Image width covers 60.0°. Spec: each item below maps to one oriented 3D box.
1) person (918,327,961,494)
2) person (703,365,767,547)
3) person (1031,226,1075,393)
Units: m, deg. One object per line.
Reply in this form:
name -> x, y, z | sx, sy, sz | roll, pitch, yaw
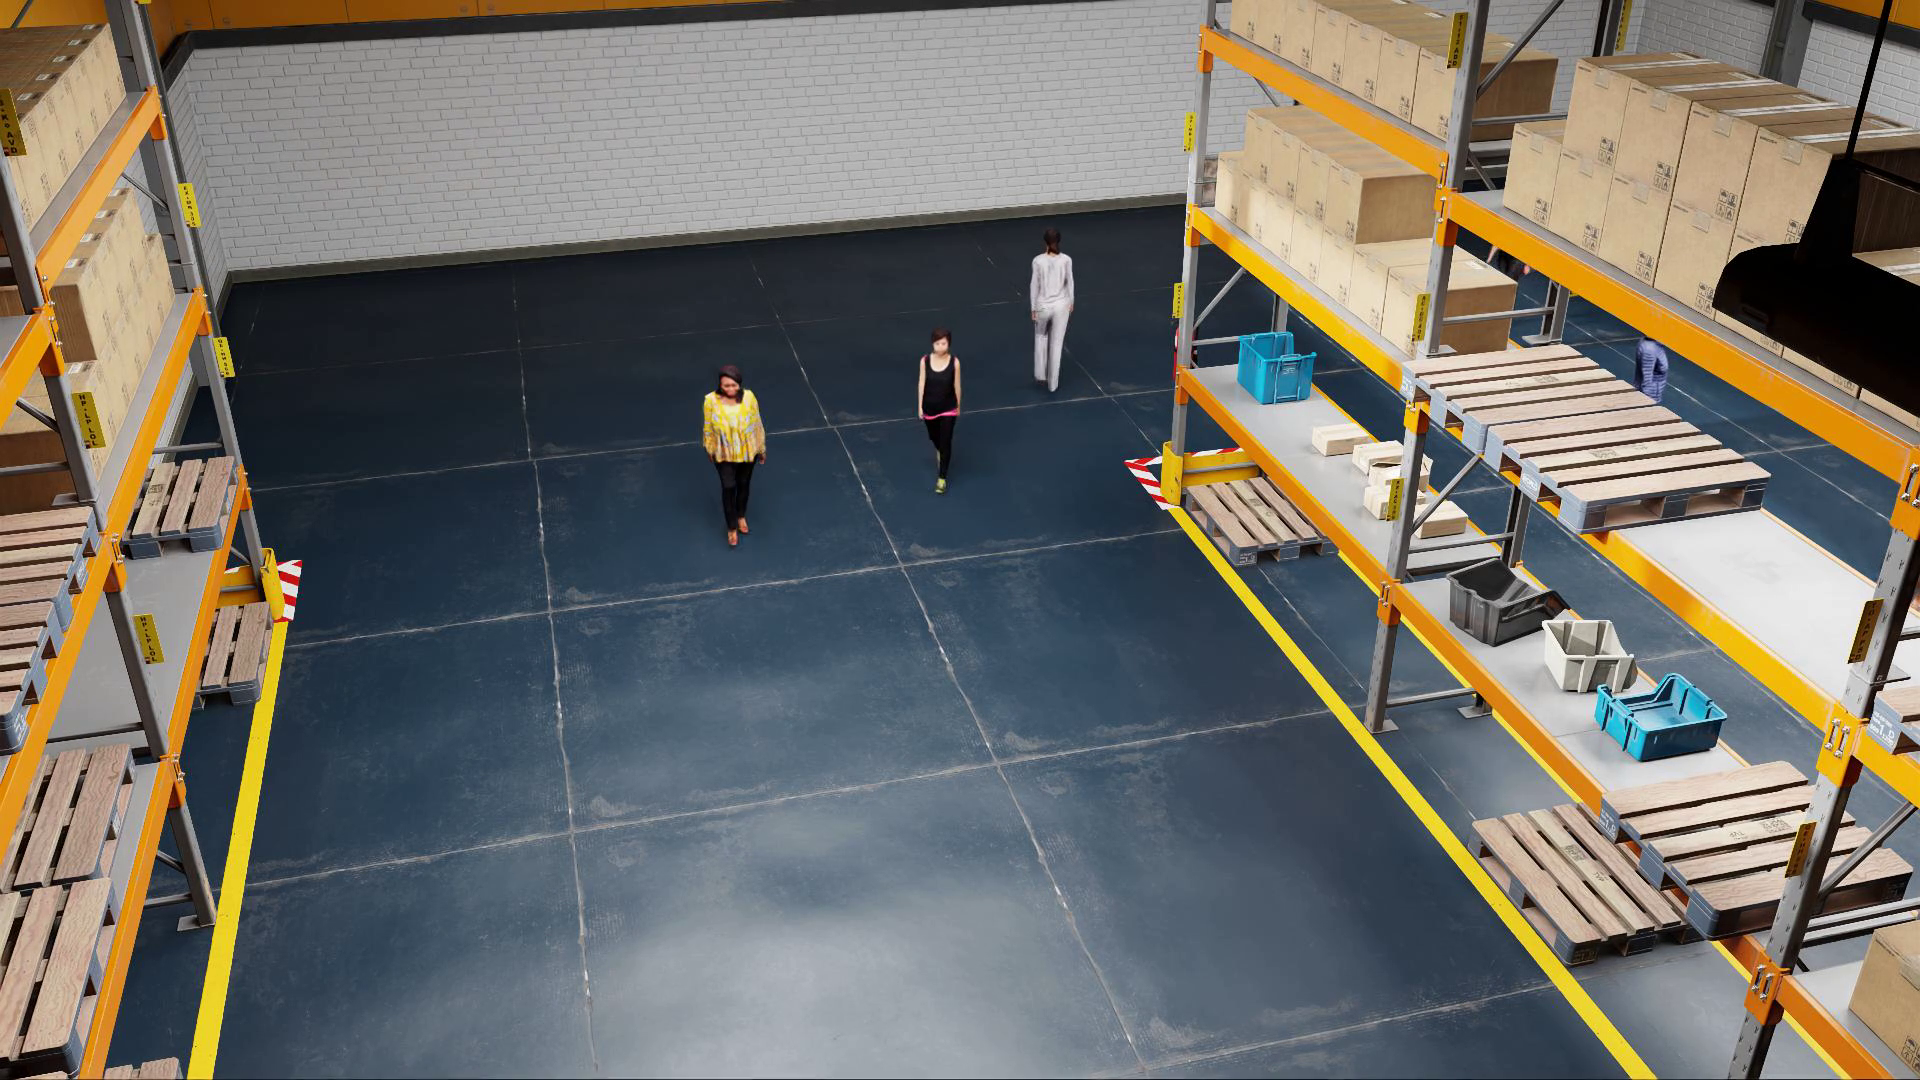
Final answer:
person -> -0.186, -1.285, 15.676 | 0.822, 1.520, 1.095 | 4, 29, 8
person -> -1.995, -0.809, 14.681 | 0.725, 1.639, 0.791 | -11, 30, -19
person -> 0.970, -2.385, 17.447 | 0.713, 1.757, 0.760 | 3, 29, 5
